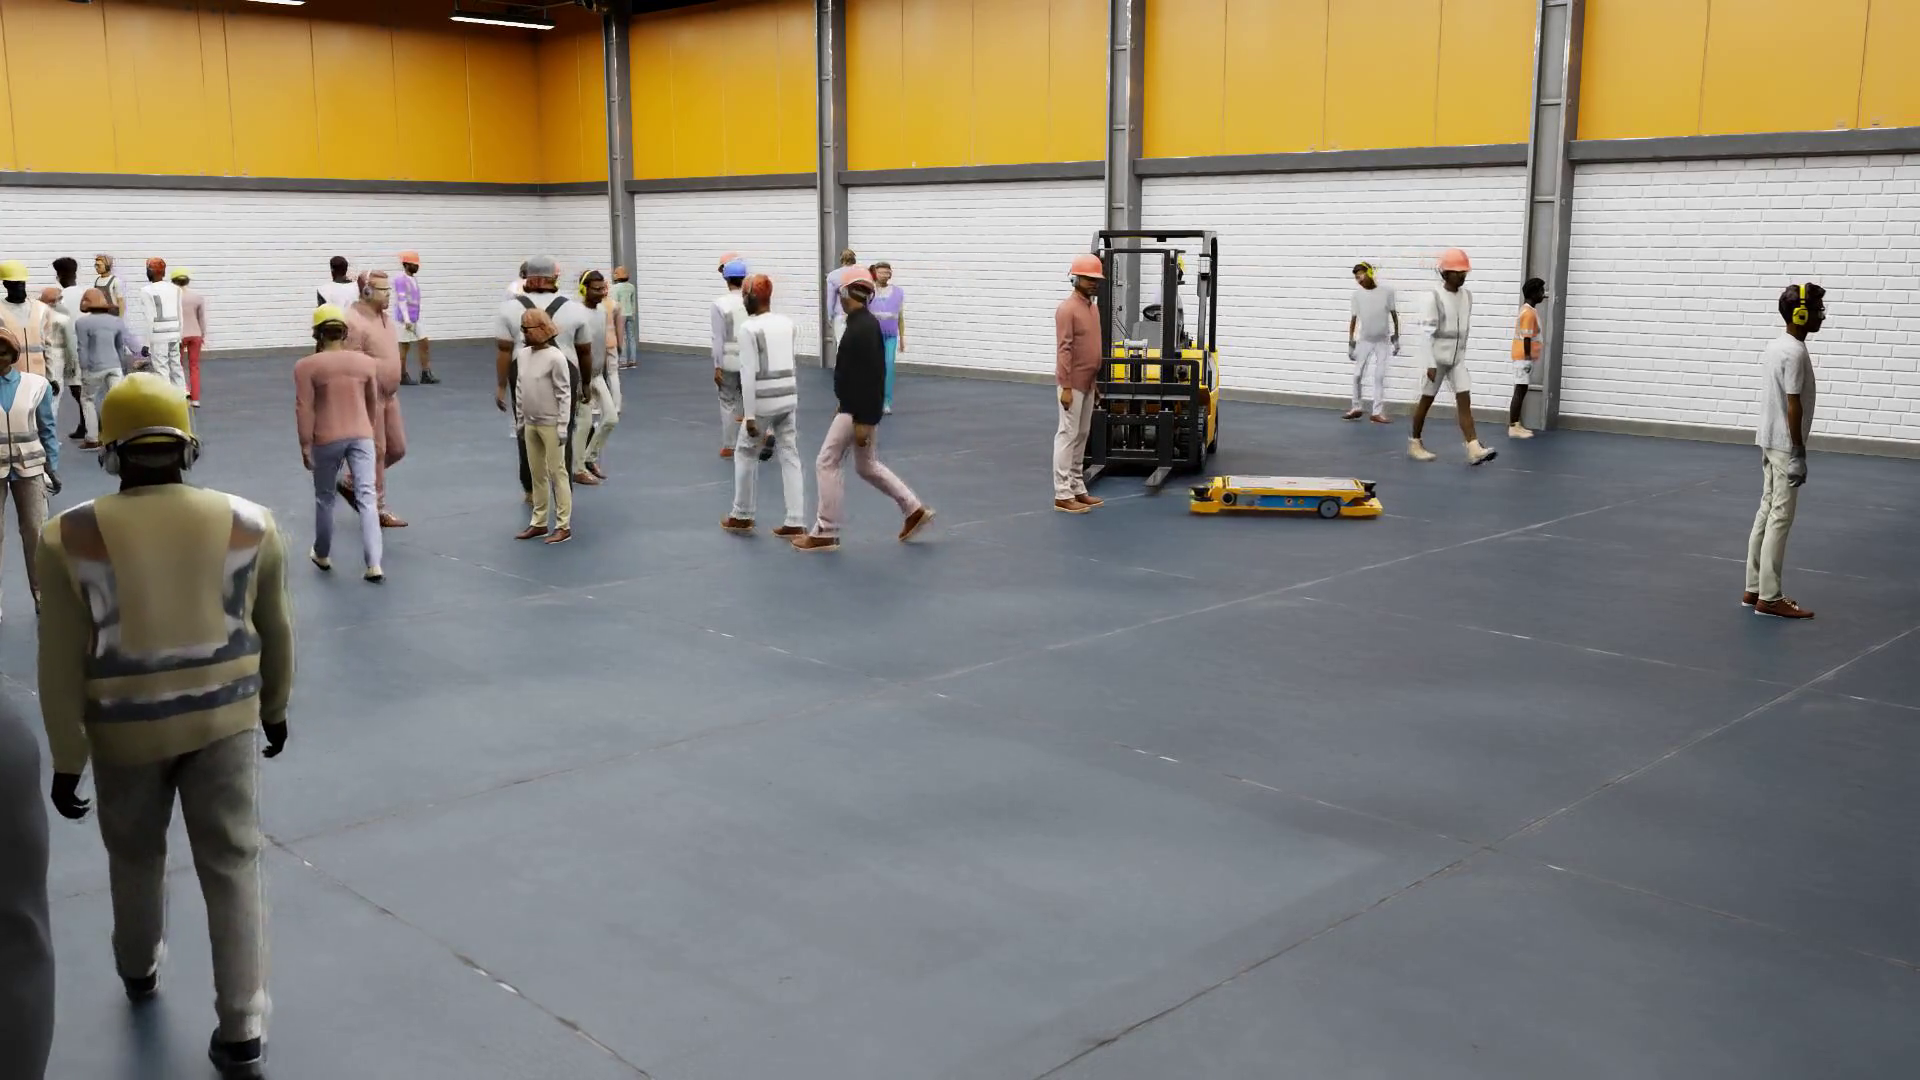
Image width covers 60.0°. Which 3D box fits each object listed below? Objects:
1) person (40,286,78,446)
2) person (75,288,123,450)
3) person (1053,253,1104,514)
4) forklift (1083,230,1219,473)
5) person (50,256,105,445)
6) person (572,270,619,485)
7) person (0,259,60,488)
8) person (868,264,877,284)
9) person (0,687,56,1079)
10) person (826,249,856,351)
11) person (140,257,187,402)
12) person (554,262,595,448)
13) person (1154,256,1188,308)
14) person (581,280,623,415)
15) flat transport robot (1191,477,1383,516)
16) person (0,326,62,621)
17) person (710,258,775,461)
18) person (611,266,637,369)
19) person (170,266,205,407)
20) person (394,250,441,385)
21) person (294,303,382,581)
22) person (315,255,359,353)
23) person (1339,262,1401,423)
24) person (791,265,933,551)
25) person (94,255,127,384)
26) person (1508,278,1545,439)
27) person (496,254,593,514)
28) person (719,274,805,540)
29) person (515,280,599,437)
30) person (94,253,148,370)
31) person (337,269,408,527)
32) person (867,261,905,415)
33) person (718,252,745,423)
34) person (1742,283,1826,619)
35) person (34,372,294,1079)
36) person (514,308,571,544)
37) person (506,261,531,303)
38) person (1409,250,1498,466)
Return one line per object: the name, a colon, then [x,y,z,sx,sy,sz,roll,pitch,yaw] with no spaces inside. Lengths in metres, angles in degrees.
person: [-9.189,-1.743,16.798,0.534,1.617,0.436,2,11,11]
person: [-8.505,-1.667,16.409,0.688,1.606,0.524,6,12,29]
person: [0.936,-1.213,12.894,0.392,1.991,0.612,5,12,27]
forklift: [1.804,-1.825,15.677,1.214,2.155,2.313,2,11,13]
person: [-8.956,-1.928,16.971,0.911,1.928,0.605,7,12,32]
person: [-3.163,-1.381,14.226,0.430,1.840,0.568,5,12,26]
person: [-7.967,-1.409,14.134,0.383,1.928,0.588,8,13,36]
person: [-1.265,-3.294,25.043,0.530,1.697,0.321,-5,12,-26]
person: [-1.453,0.776,2.194,0.630,1.940,0.370,4,11,22]
person: [-1.605,-3.223,23.994,0.636,1.938,0.354,-2,11,-11]
person: [-9.088,-2.270,18.956,0.356,1.883,0.572,3,11,17]
person: [-3.940,-1.800,16.316,0.805,1.920,0.556,10,14,43]
person: [2.325,-2.196,18.426,0.362,1.928,0.587,-1,10,-5]
person: [-4.255,-2.297,19.772,0.519,1.637,0.309,-6,12,-31]
flat transport robot: [2.512,-0.349,12.877,1.431,0.197,0.652,2,11,8]
person: [-5.246,-0.355,9.179,0.514,1.639,0.310,-8,13,-37]
person: [-2.028,-1.672,15.601,0.616,1.922,0.790,-7,13,-34]
person: [-5.409,-3.567,26.705,0.266,1.631,0.507,7,12,32]
person: [-9.629,-2.515,20.653,0.531,1.755,0.377,-10,14,-43]
person: [-7.721,-3.144,23.616,0.695,1.914,0.572,2,11,12]
person: [-3.865,-0.607,10.372,0.525,1.708,0.912,-8,13,-36]
person: [-7.061,-2.295,19.047,0.454,1.903,0.601,9,14,40]
person: [4.693,-2.241,18.963,0.656,1.831,0.360,2,11,12]
person: [-0.666,-0.886,11.257,0.868,1.935,0.608,2,11,10]
person: [-12.235,-3.160,23.907,0.504,1.847,0.344,4,11,21]
person: [5.979,-1.916,17.553,0.320,1.693,0.537,4,11,19]
person: [-3.234,-1.259,13.008,0.713,2.000,1.019,-2,11,-12]
person: [-1.415,-0.935,11.738,0.861,1.848,0.593,10,14,42]
person: [-4.293,-1.911,17.510,0.924,1.687,0.497,-1,10,-6]
person: [-13.366,-3.584,26.215,0.647,1.859,1.009,7,12,32]
person: [-4.358,-1.033,12.205,0.540,1.892,0.661,1,10,7]
person: [-0.951,-2.424,19.928,0.564,1.834,0.501,-3,11,-17]
person: [-2.435,-2.249,18.683,0.495,1.943,0.761,-3,11,-16]
person: [4.656,-0.502,9.348,0.328,1.872,0.514,2,11,10]
person: [-2.063,0.456,4.364,0.623,1.779,0.944,-7,13,-34]
person: [-2.905,-0.791,11.568,0.500,1.632,0.286,8,13,37]
person: [-5.576,-2.715,21.643,0.649,1.786,0.971,-4,11,-20]
person: [4.562,-1.678,15.441,0.630,1.986,1.060,-5,11,-25]
